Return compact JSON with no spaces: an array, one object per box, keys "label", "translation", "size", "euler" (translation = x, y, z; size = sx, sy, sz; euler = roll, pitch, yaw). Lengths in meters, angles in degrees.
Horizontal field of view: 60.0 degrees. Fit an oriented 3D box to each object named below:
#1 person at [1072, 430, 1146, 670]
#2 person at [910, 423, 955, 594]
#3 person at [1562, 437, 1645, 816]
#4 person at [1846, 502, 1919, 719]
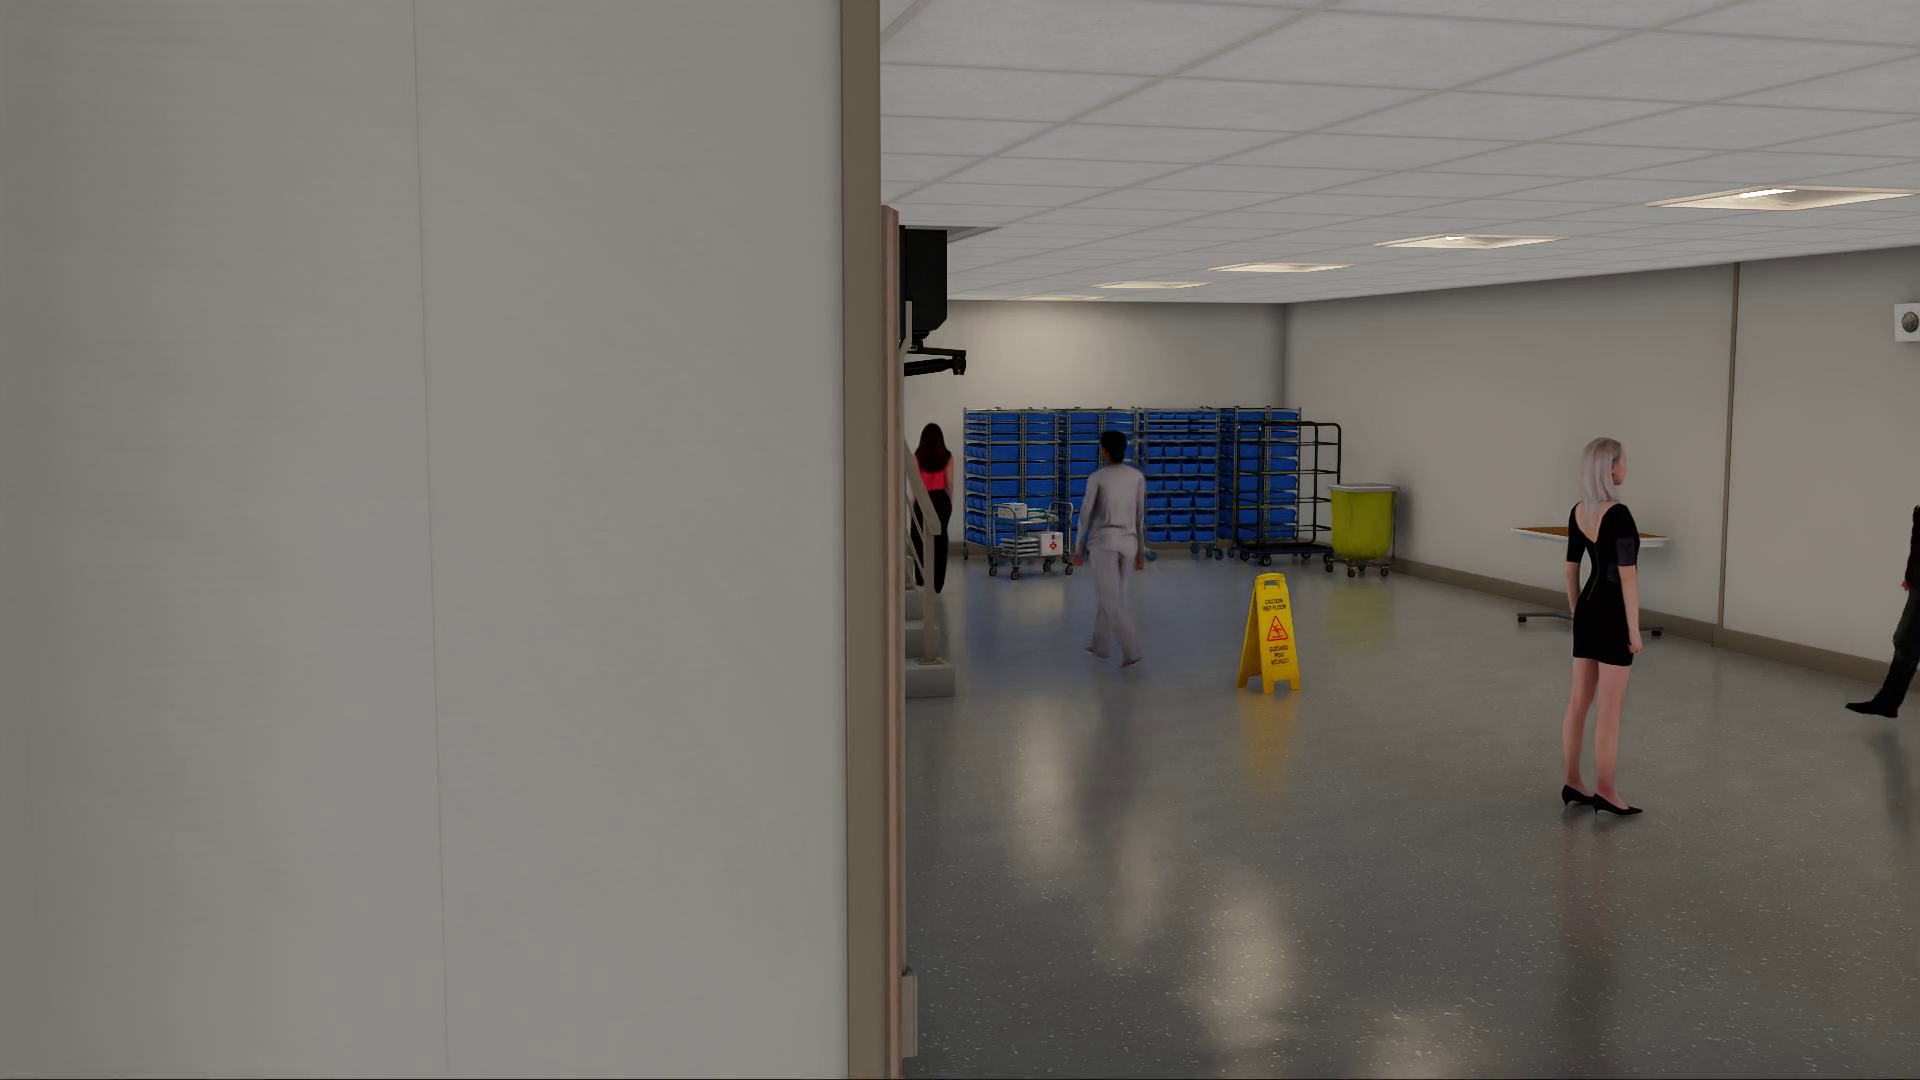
[{"label":"person","translation":[1.139,0.091,11.953],"size":[0.759,1.703,1.177],"euler":[-2,6,-23]},{"label":"person","translation":[-0.264,-0.298,16.118],"size":[0.625,1.643,0.759],"euler":[-1,6,-9]},{"label":"person","translation":[3.132,0.414,8.115],"size":[0.660,1.830,0.452],"euler":[-2,6,-20]},{"label":"person","translation":[6.002,0.251,10.034],"size":[1.186,1.770,1.212],"euler":[2,6,21]}]
